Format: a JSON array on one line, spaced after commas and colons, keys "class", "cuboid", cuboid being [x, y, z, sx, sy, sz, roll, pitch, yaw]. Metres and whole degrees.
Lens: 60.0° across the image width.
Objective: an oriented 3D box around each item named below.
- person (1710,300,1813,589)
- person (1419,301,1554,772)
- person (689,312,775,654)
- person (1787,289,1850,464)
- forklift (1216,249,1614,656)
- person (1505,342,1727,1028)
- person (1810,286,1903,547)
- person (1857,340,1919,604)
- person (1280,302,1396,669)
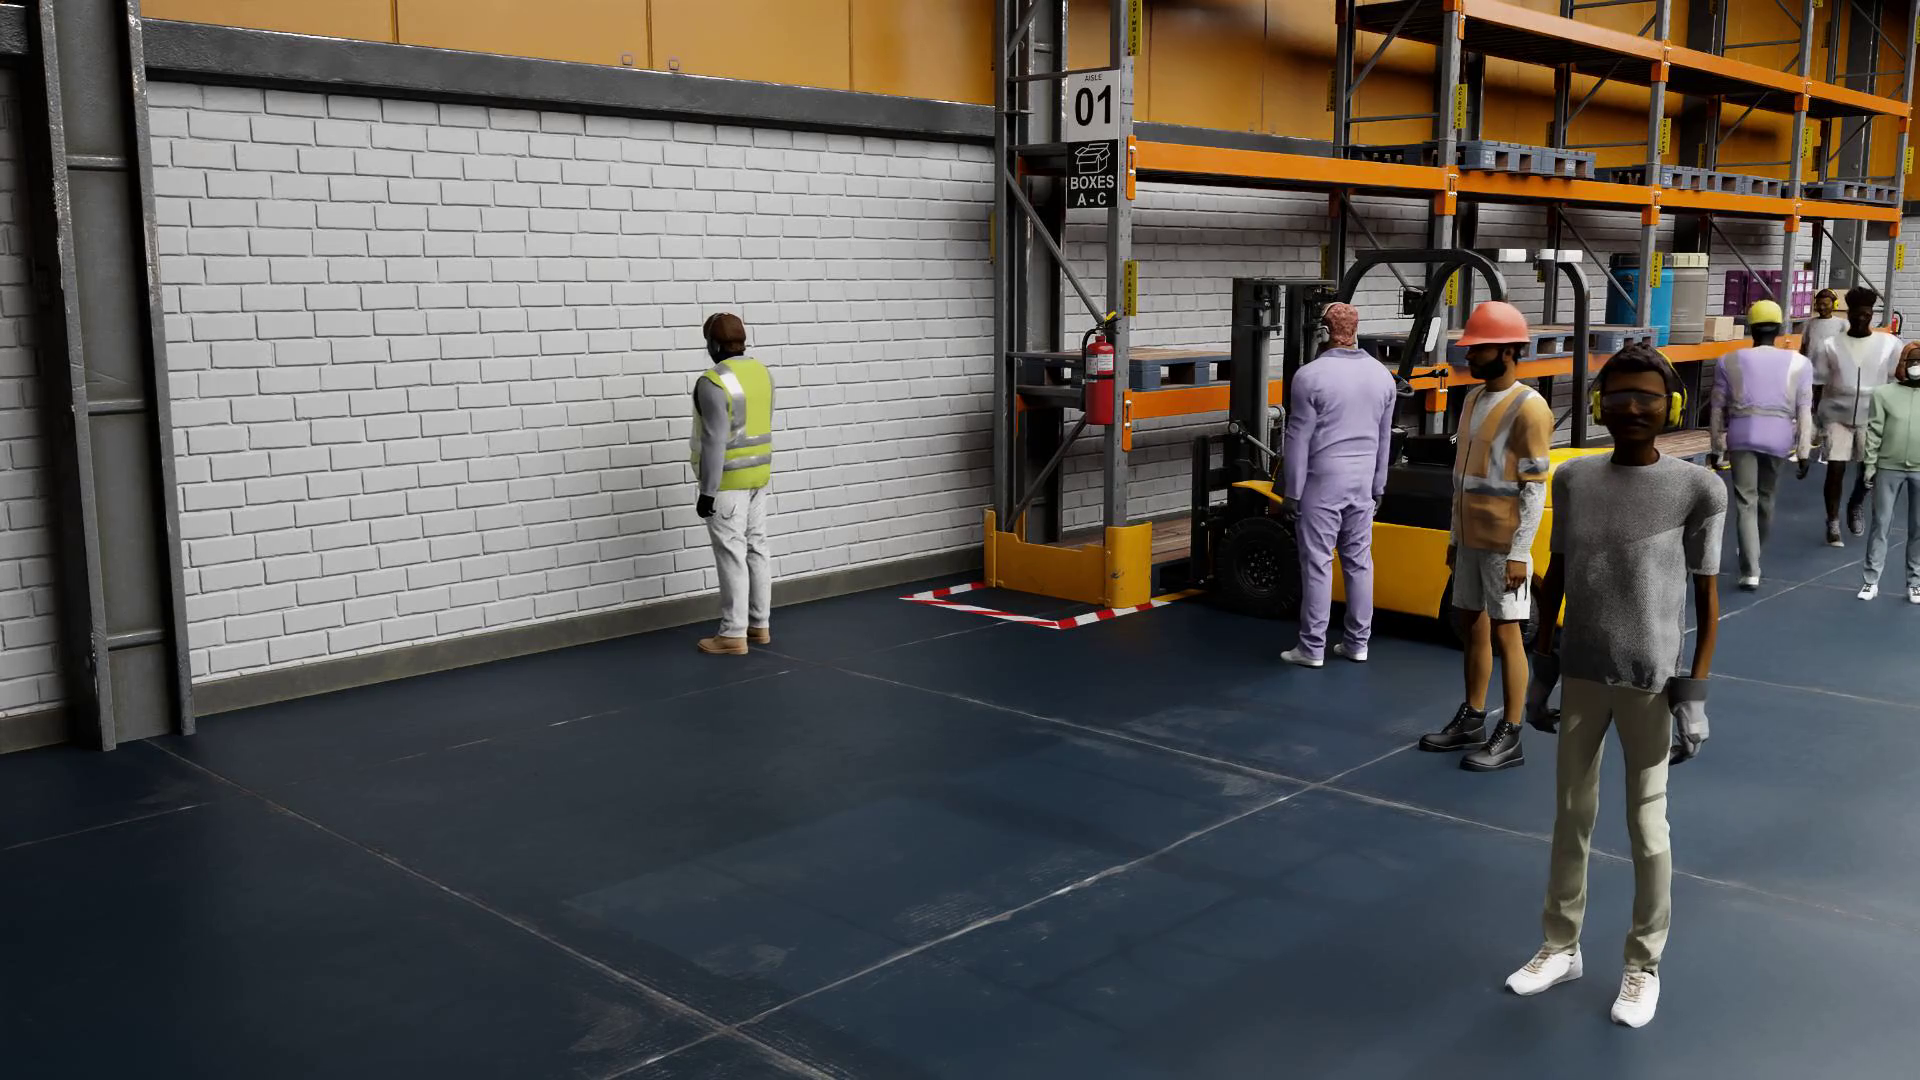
[{"class": "person", "cuboid": [5.255, -0.634, 10.949, 0.590, 1.861, 1.025, 3, 10, 15]}, {"class": "person", "cuboid": [2.191, -0.013, 6.910, 0.361, 1.938, 0.545, -3, 10, -17]}, {"class": "person", "cuboid": [-1.240, -0.304, 8.996, 0.430, 1.840, 0.625, 4, 10, 24]}, {"class": "person", "cuboid": [9.169, -1.744, 17.751, 0.328, 1.865, 0.508, -9, 13, -43]}, {"class": "forklift", "cuboid": [2.710, -0.584, 9.626, 2.313, 2.155, 1.214, 9, 13, 43]}, {"class": "person", "cuboid": [1.817, 0.394, 4.606, 0.515, 1.877, 0.328, 9, 13, 43]}, {"class": "person", "cuboid": [6.659, -0.912, 12.390, 0.664, 1.943, 0.515, 4, 10, 21]}, {"class": "person", "cuboid": [5.878, -0.417, 10.313, 0.501, 1.633, 0.285, 5, 11, 29]}, {"class": "person", "cuboid": [1.941, -0.282, 8.687, 0.646, 1.900, 0.403, -5, 10, -27]}]
